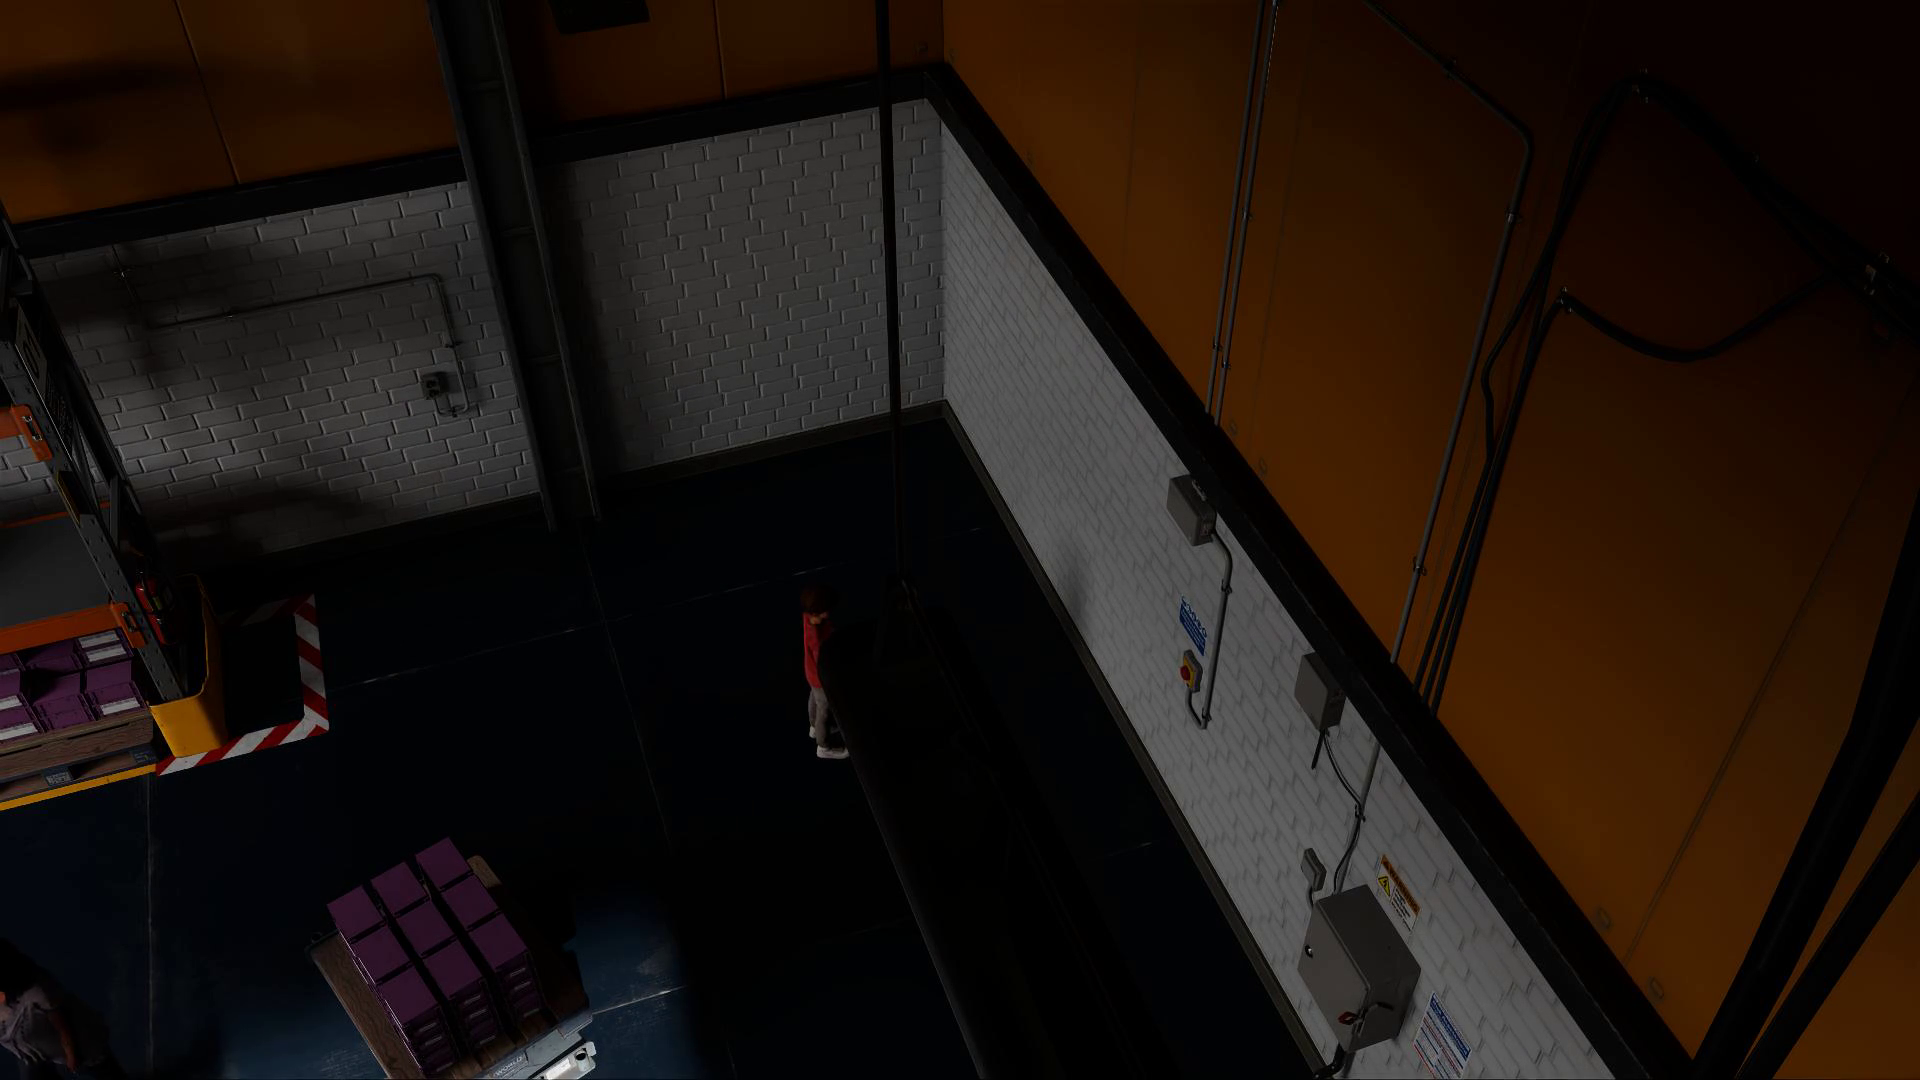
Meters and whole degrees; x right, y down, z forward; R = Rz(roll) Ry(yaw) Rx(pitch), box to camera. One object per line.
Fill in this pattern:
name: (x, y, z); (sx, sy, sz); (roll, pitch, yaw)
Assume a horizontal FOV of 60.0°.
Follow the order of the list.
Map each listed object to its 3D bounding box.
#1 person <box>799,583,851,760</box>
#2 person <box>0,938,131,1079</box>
person: (-0.864, 0.799, 10.281); (0.485, 1.417, 0.531); (-10, 45, -11)
person: (-4.573, 2.420, 8.449); (0.806, 1.598, 0.869); (13, 45, 14)
